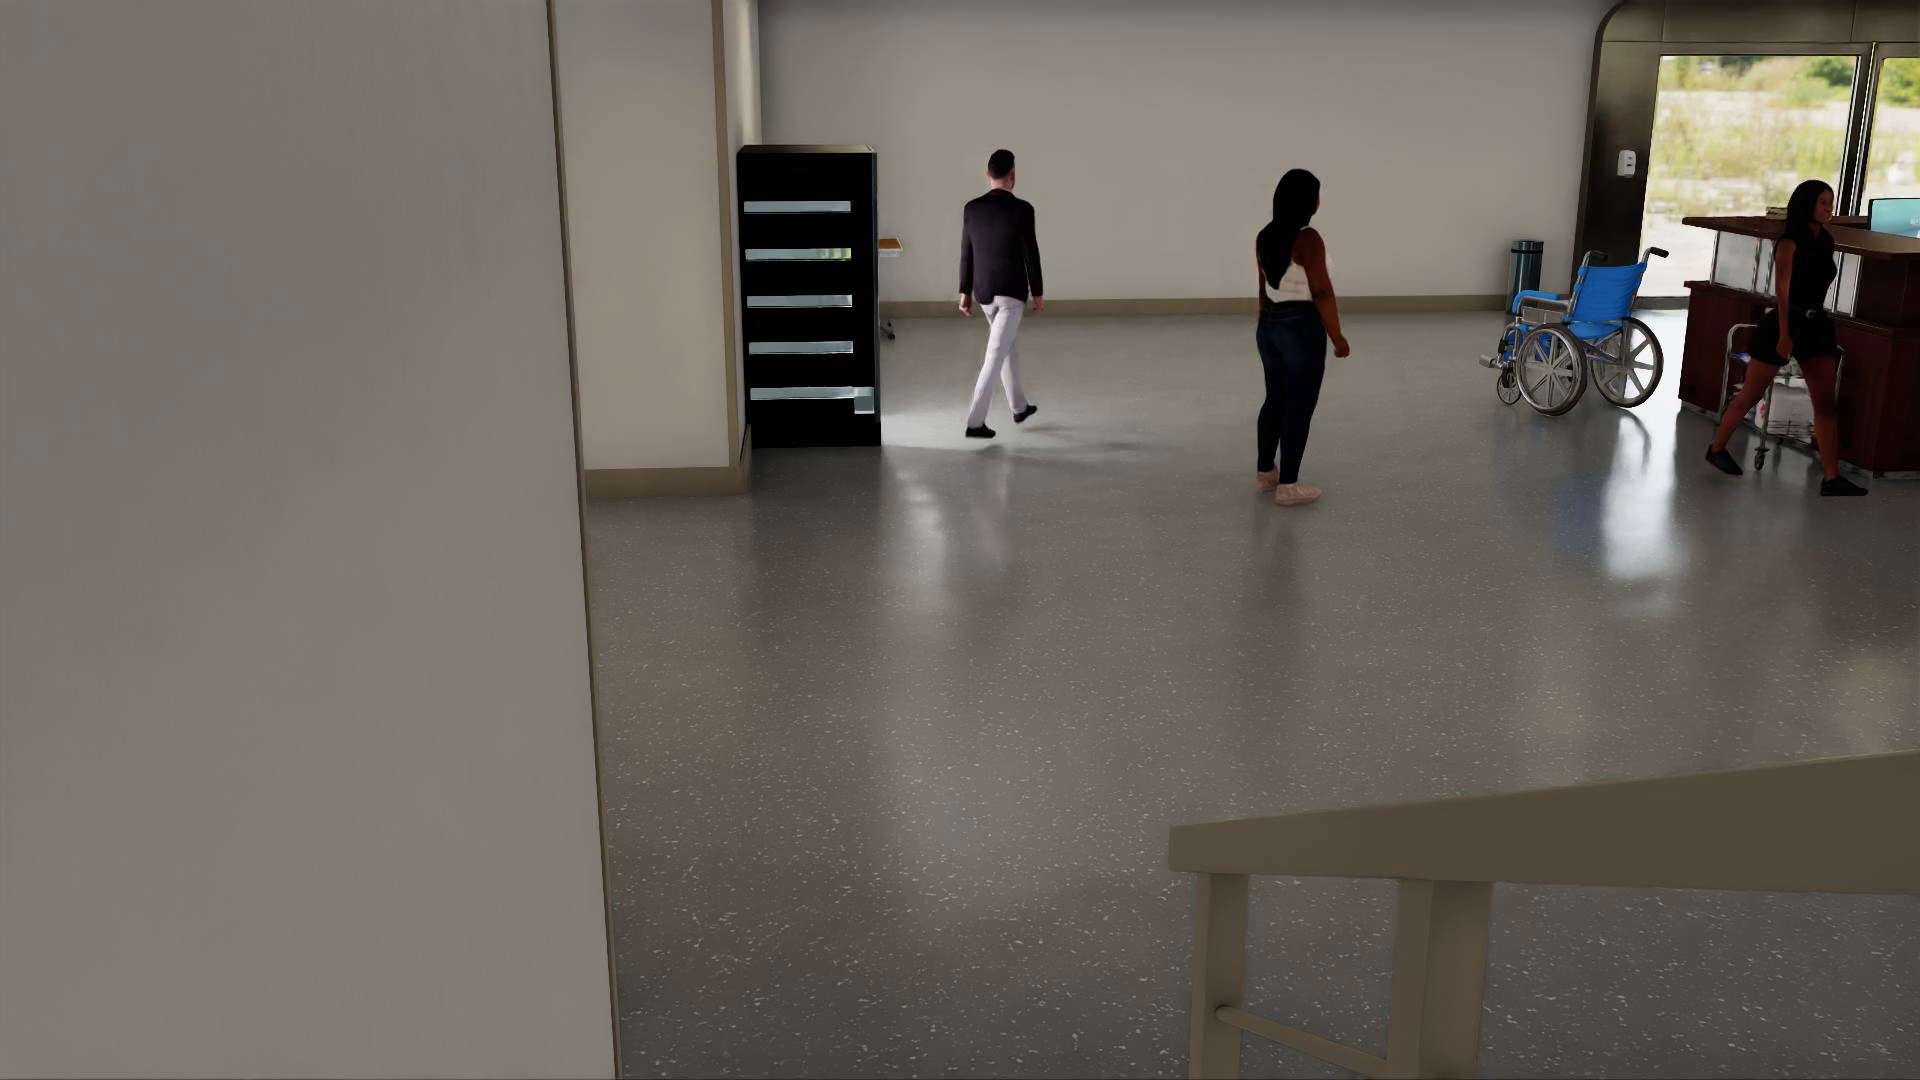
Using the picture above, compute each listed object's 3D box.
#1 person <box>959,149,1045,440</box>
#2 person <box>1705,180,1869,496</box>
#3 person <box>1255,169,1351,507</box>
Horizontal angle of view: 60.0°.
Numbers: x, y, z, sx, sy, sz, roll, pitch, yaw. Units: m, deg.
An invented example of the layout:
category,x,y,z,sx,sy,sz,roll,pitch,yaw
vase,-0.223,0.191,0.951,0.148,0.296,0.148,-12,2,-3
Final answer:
category,x,y,z,sx,sy,sz,roll,pitch,yaw
person,0.219,-1.494,10.492,1.140,1.791,1.293,9,18,30
person,4.566,-1.101,9.284,0.916,1.689,1.292,-7,17,-25
person,1.773,-1.087,9.019,0.807,1.806,0.691,-7,17,-24
